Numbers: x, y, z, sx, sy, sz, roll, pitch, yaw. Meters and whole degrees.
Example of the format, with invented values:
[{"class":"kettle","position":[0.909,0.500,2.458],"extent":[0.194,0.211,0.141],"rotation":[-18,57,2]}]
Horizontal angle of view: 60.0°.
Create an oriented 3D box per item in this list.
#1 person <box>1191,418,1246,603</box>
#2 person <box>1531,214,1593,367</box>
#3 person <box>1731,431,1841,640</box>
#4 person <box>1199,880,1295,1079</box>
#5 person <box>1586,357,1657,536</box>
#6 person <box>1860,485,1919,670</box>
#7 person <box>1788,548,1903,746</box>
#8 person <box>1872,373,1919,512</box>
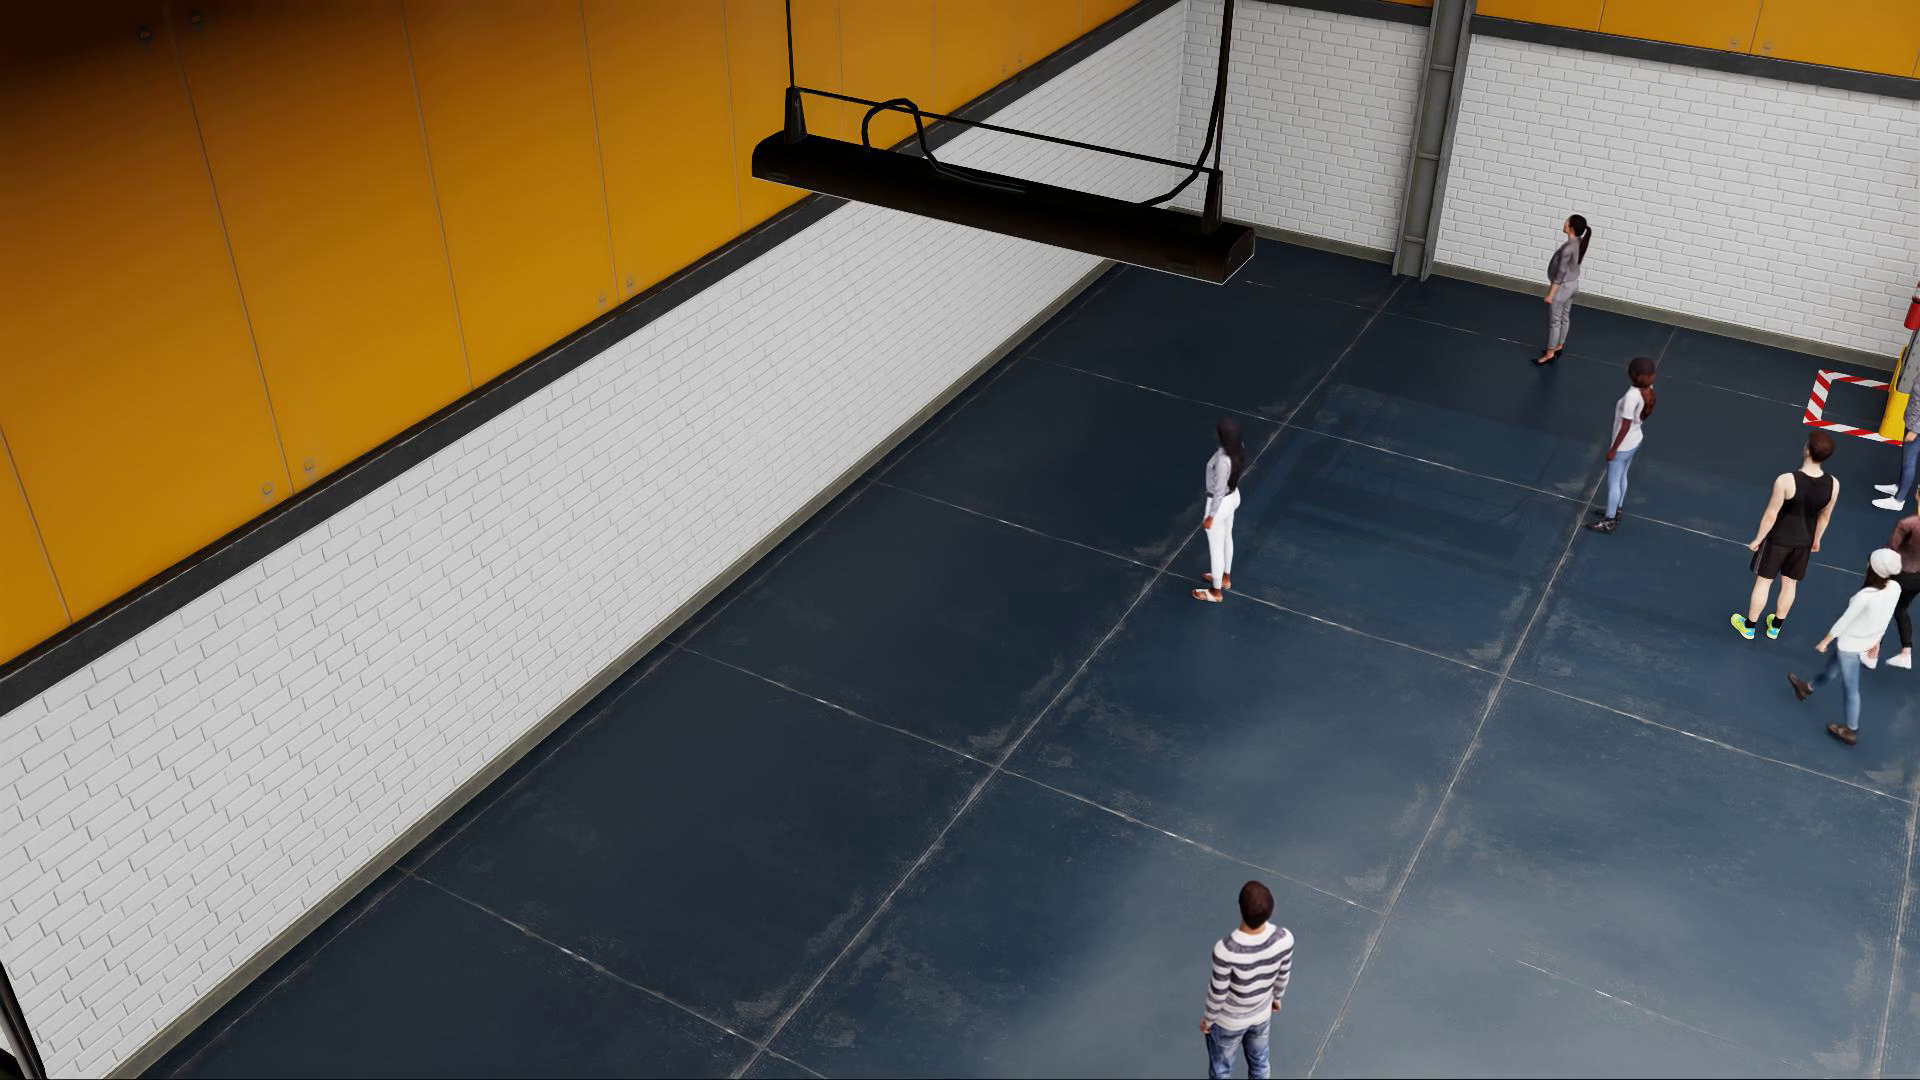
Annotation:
[{"class":"person","position":[2.186,-0.271,13.869],"extent":[0.506,1.723,0.587],"rotation":[17,37,24]},{"class":"person","position":[6.328,-2.620,17.444],"extent":[0.663,1.678,0.673],"rotation":[28,43,35]},{"class":"person","position":[6.648,-0.021,13.340],"extent":[0.694,1.892,0.838],"rotation":[2,34,3]},{"class":"person","position":[1.590,2.645,9.367],"extent":[0.717,1.850,0.757],"rotation":[-11,35,-16]},{"class":"person","position":[5.892,-0.847,14.739],"extent":[0.557,1.720,0.614],"rotation":[23,40,31]},{"class":"person","position":[7.419,0.351,12.966],"extent":[0.841,1.687,0.902],"rotation":[-8,34,-12]},{"class":"person","position":[6.714,0.803,12.349],"extent":[0.922,1.617,1.070],"rotation":[-15,36,-21]},{"class":"person","position":[8.716,-1.086,15.086],"extent":[0.506,1.733,0.603],"rotation":[17,37,24]}]
